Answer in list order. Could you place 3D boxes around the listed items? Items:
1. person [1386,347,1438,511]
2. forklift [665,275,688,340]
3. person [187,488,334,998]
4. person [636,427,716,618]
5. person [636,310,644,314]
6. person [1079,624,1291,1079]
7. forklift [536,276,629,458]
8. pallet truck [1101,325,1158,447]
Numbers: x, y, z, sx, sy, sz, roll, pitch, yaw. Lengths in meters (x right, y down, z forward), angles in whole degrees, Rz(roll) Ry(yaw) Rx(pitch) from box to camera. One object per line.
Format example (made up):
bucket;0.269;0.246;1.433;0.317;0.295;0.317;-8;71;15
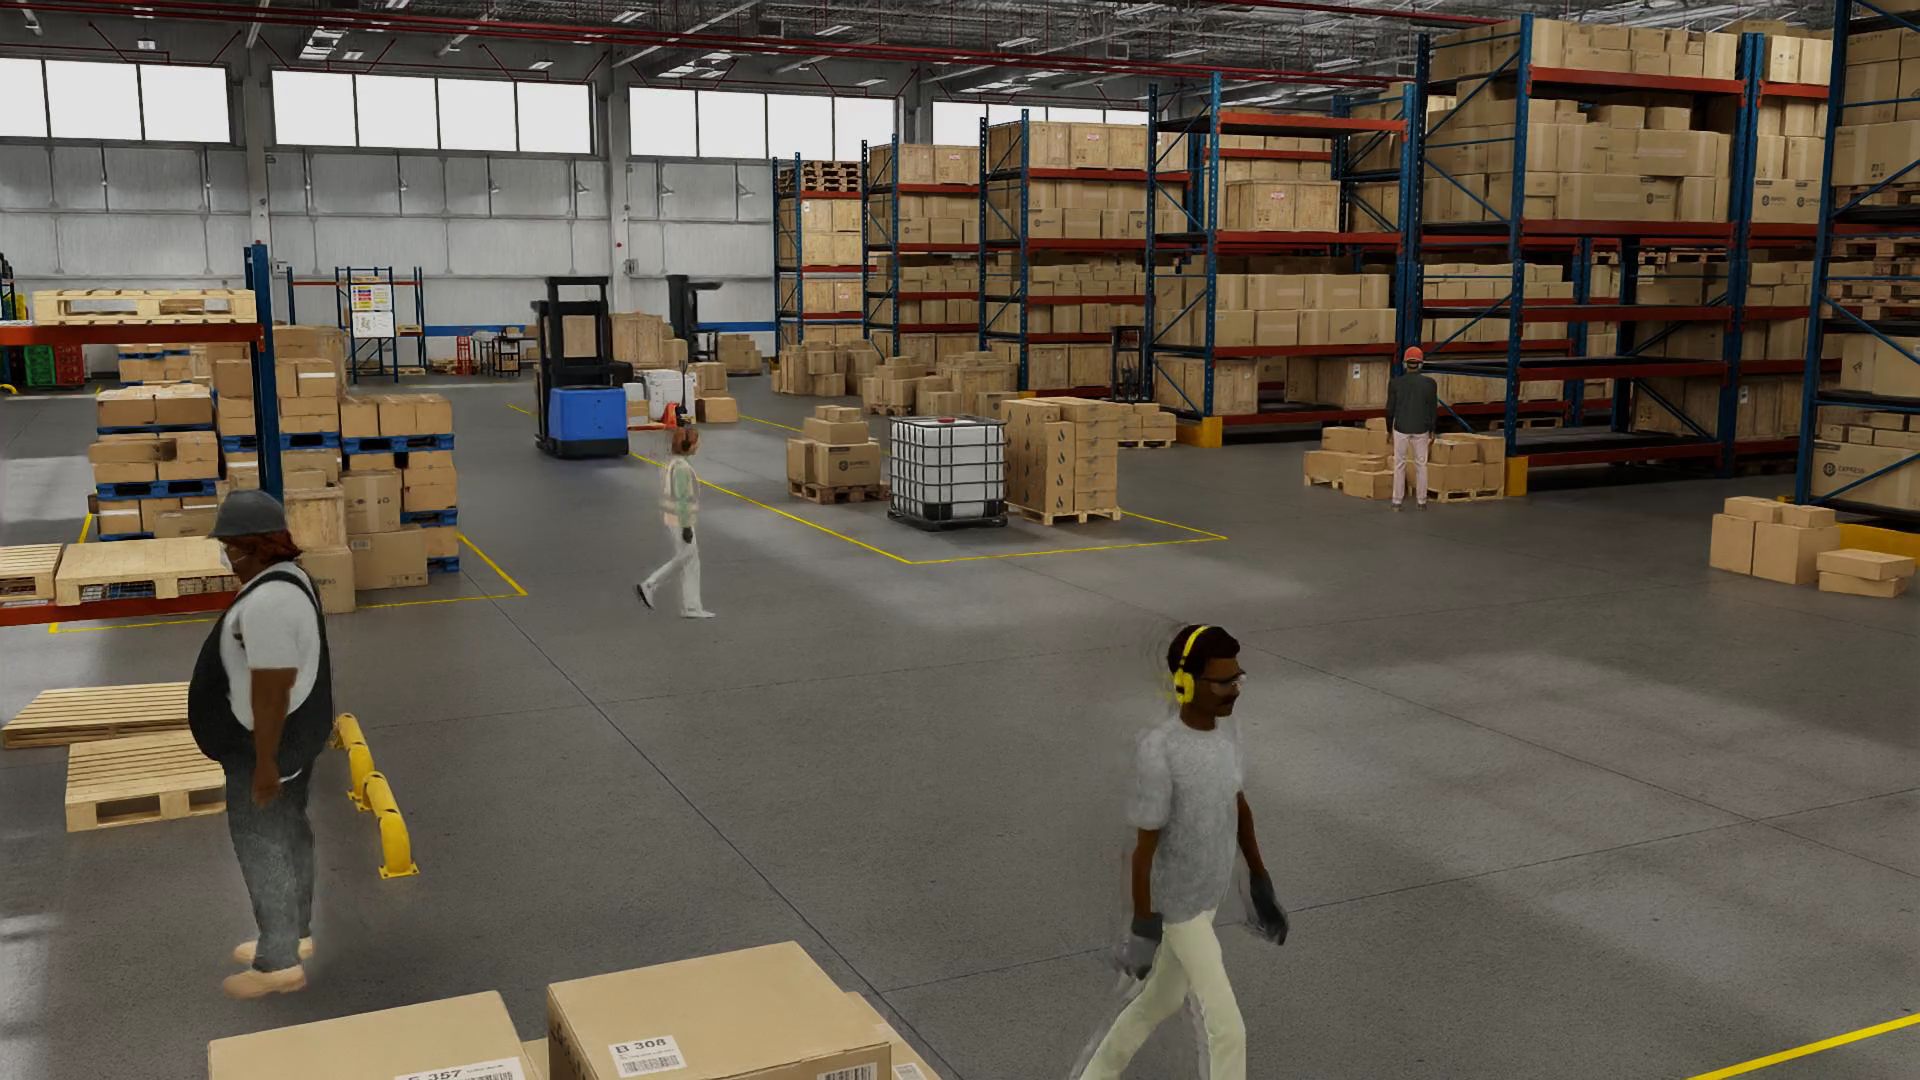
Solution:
person;5.452;-1.334;20.104;0.608;1.995;0.377;1;9;8
forklift;-7.034;-5.233;41.551;1.873;2.768;1.129;0;9;3
person;-2.835;0.795;6.754;0.536;2.000;0.711;-2;9;-13
person;-2.370;-0.137;13.835;0.562;1.619;0.517;-2;9;-13
person;-8.210;-4.972;42.896;0.575;1.921;0.451;1;9;5
person;0.735;1.145;5.279;0.969;1.830;0.540;6;11;33
forklift;-5.984;-2.761;26.216;1.129;2.768;1.873;-4;10;-25
pallet truck;2.881;-2.596;27.923;0.823;1.965;1.885;-1;9;-7
